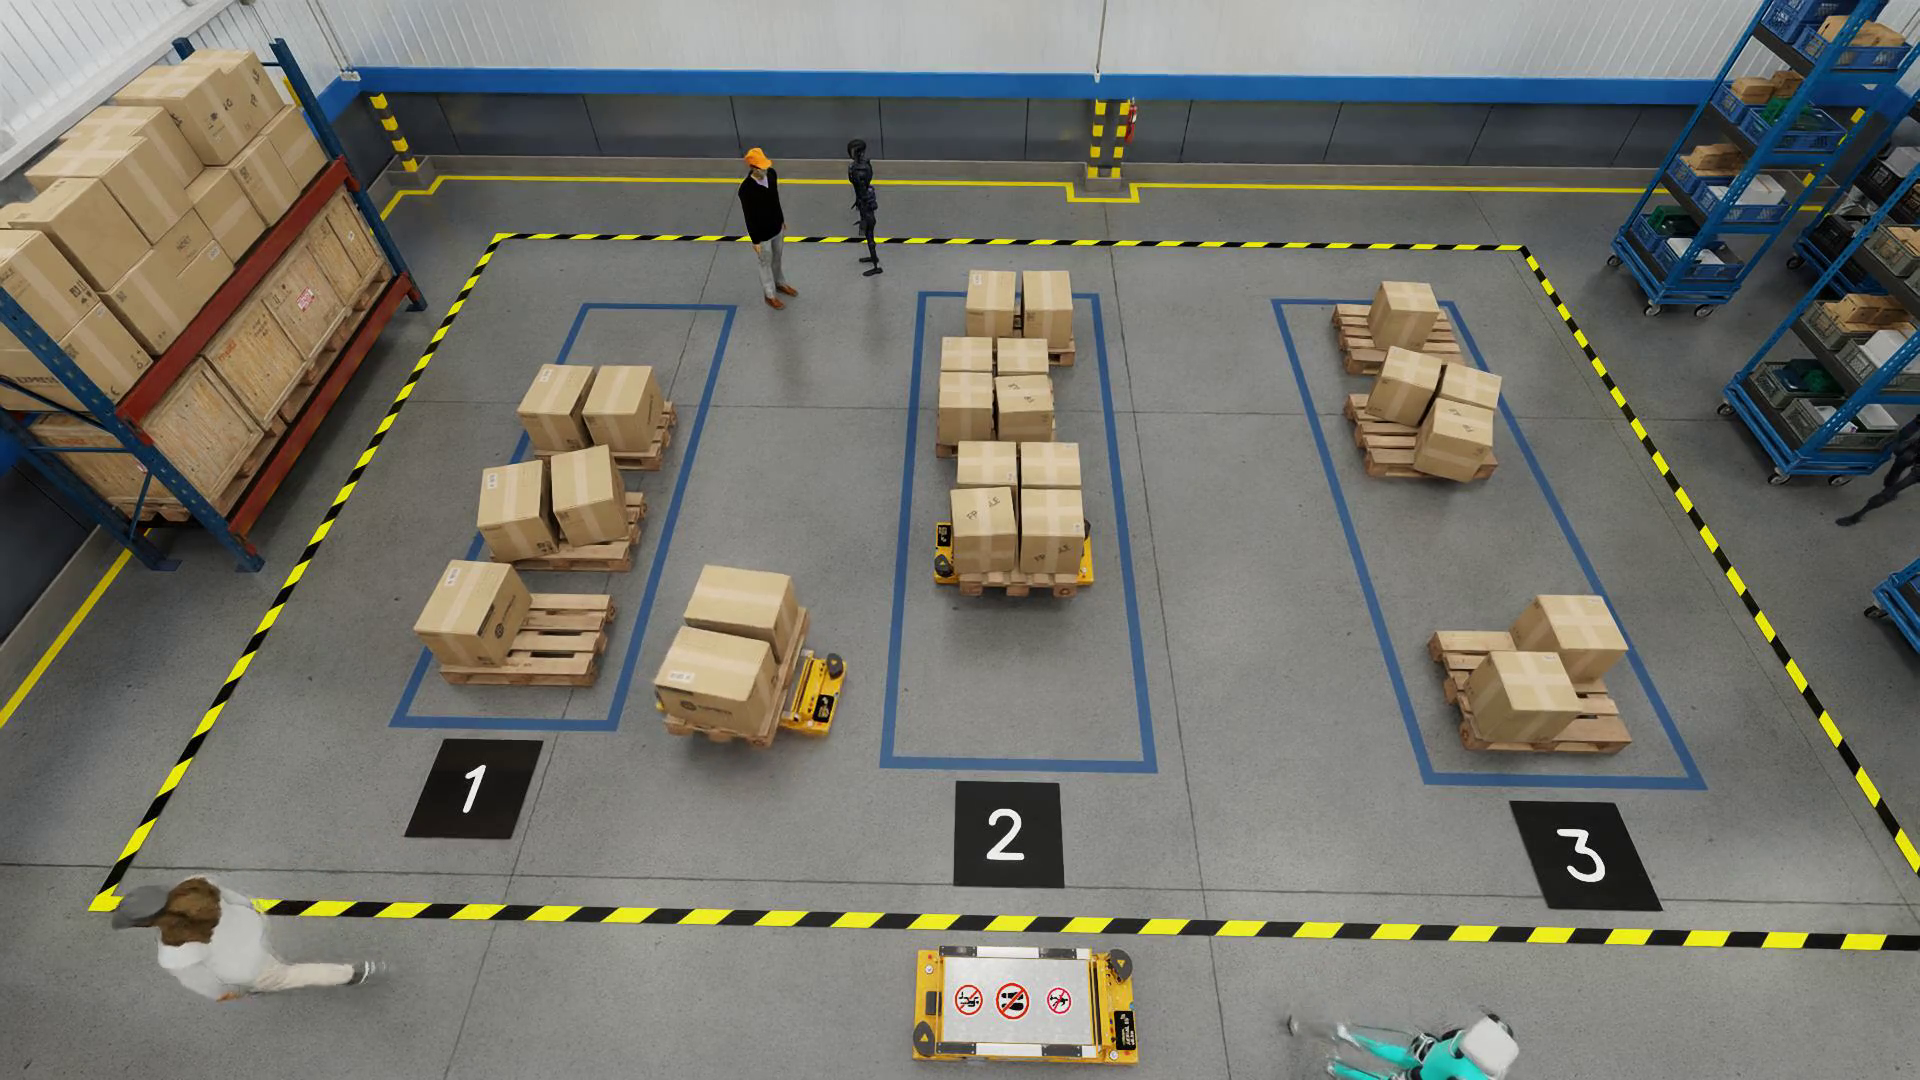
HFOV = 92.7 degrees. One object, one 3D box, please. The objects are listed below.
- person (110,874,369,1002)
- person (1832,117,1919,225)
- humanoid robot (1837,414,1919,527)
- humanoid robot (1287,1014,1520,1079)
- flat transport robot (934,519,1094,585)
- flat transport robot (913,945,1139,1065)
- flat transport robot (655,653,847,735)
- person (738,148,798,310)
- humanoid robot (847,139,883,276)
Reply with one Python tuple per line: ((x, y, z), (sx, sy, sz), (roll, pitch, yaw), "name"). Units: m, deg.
((-4.347, 2.455, 5.533), (0.806, 1.738, 0.577), (-14, 52, -11), "person")
((11.066, -4.346, 10.952), (0.630, 1.939, 0.371), (36, 59, 26), "person")
((8.733, -0.777, 8.241), (0.752, 1.630, 0.585), (-11, 52, -9), "humanoid robot")
((2.365, 2.855, 5.246), (0.549, 1.826, 0.878), (-36, 59, -26), "humanoid robot")
((0.490, 0.087, 8.397), (1.431, 0.197, 0.652), (1, 51, 1), "flat transport robot")
((0.422, 3.041, 6.007), (1.431, 0.231, 0.659), (1, 51, 1), "flat transport robot")
((-1.707, 1.169, 7.515), (1.431, 0.197, 0.652), (7, 51, 5), "flat transport robot")
((-2.149, -3.490, 10.289), (0.371, 1.883, 0.590), (22, 54, 17), "person")
((-1.125, -3.892, 10.741), (0.315, 1.655, 0.599), (-7, 51, -6), "humanoid robot")
